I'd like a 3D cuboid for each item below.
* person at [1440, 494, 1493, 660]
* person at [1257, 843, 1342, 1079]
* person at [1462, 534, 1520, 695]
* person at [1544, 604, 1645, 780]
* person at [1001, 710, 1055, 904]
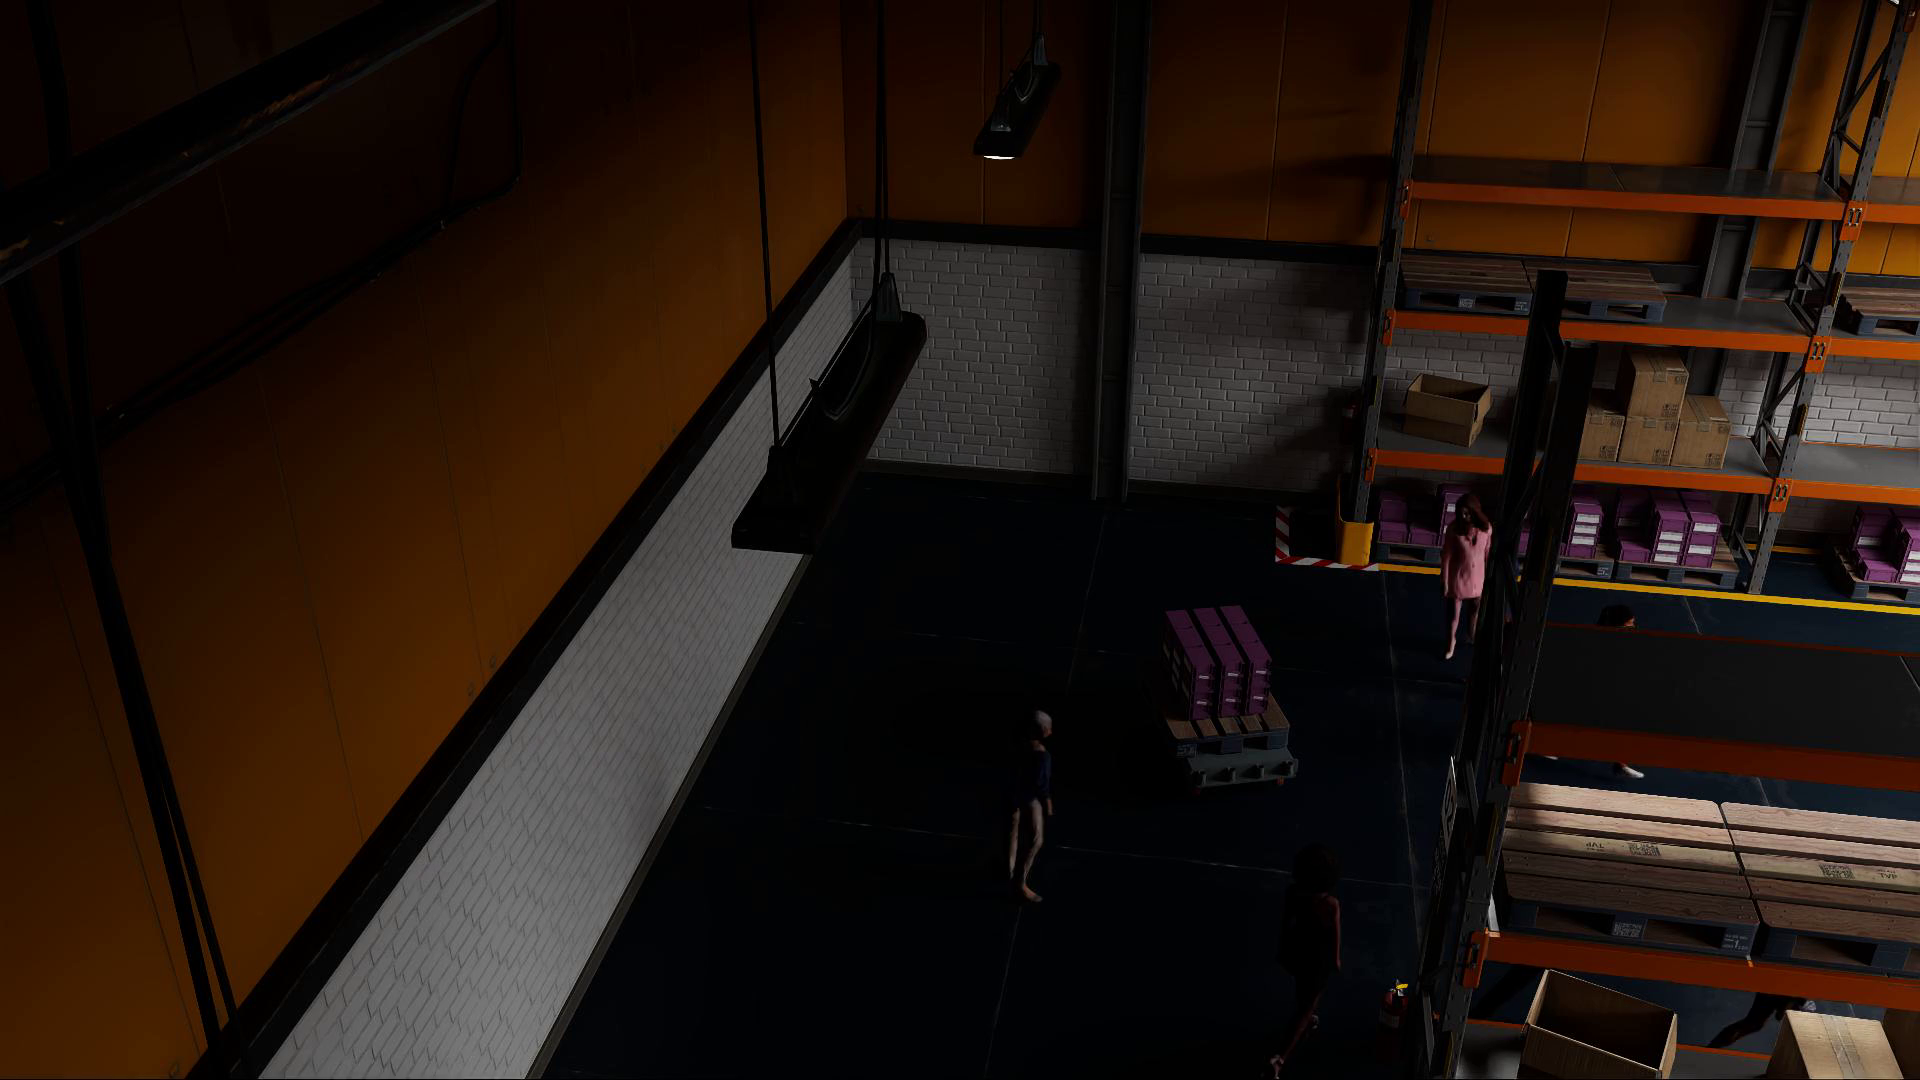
[{"bbox_3d":[4.741,0.334,15.546,0.680,1.769,0.954,-10,30,-18],"label":"person"},{"bbox_3d":[2.263,2.829,10.991,1.081,1.752,0.972,22,36,35],"label":"person"},{"bbox_3d":[4.833,0.615,14.958,0.529,1.838,0.612,6,29,11],"label":"person"},{"bbox_3d":[5.292,1.267,14.029,1.236,1.585,0.900,17,33,29],"label":"person"},{"bbox_3d":[0.438,1.937,12.707,0.819,1.674,0.895,20,35,33],"label":"person"}]
